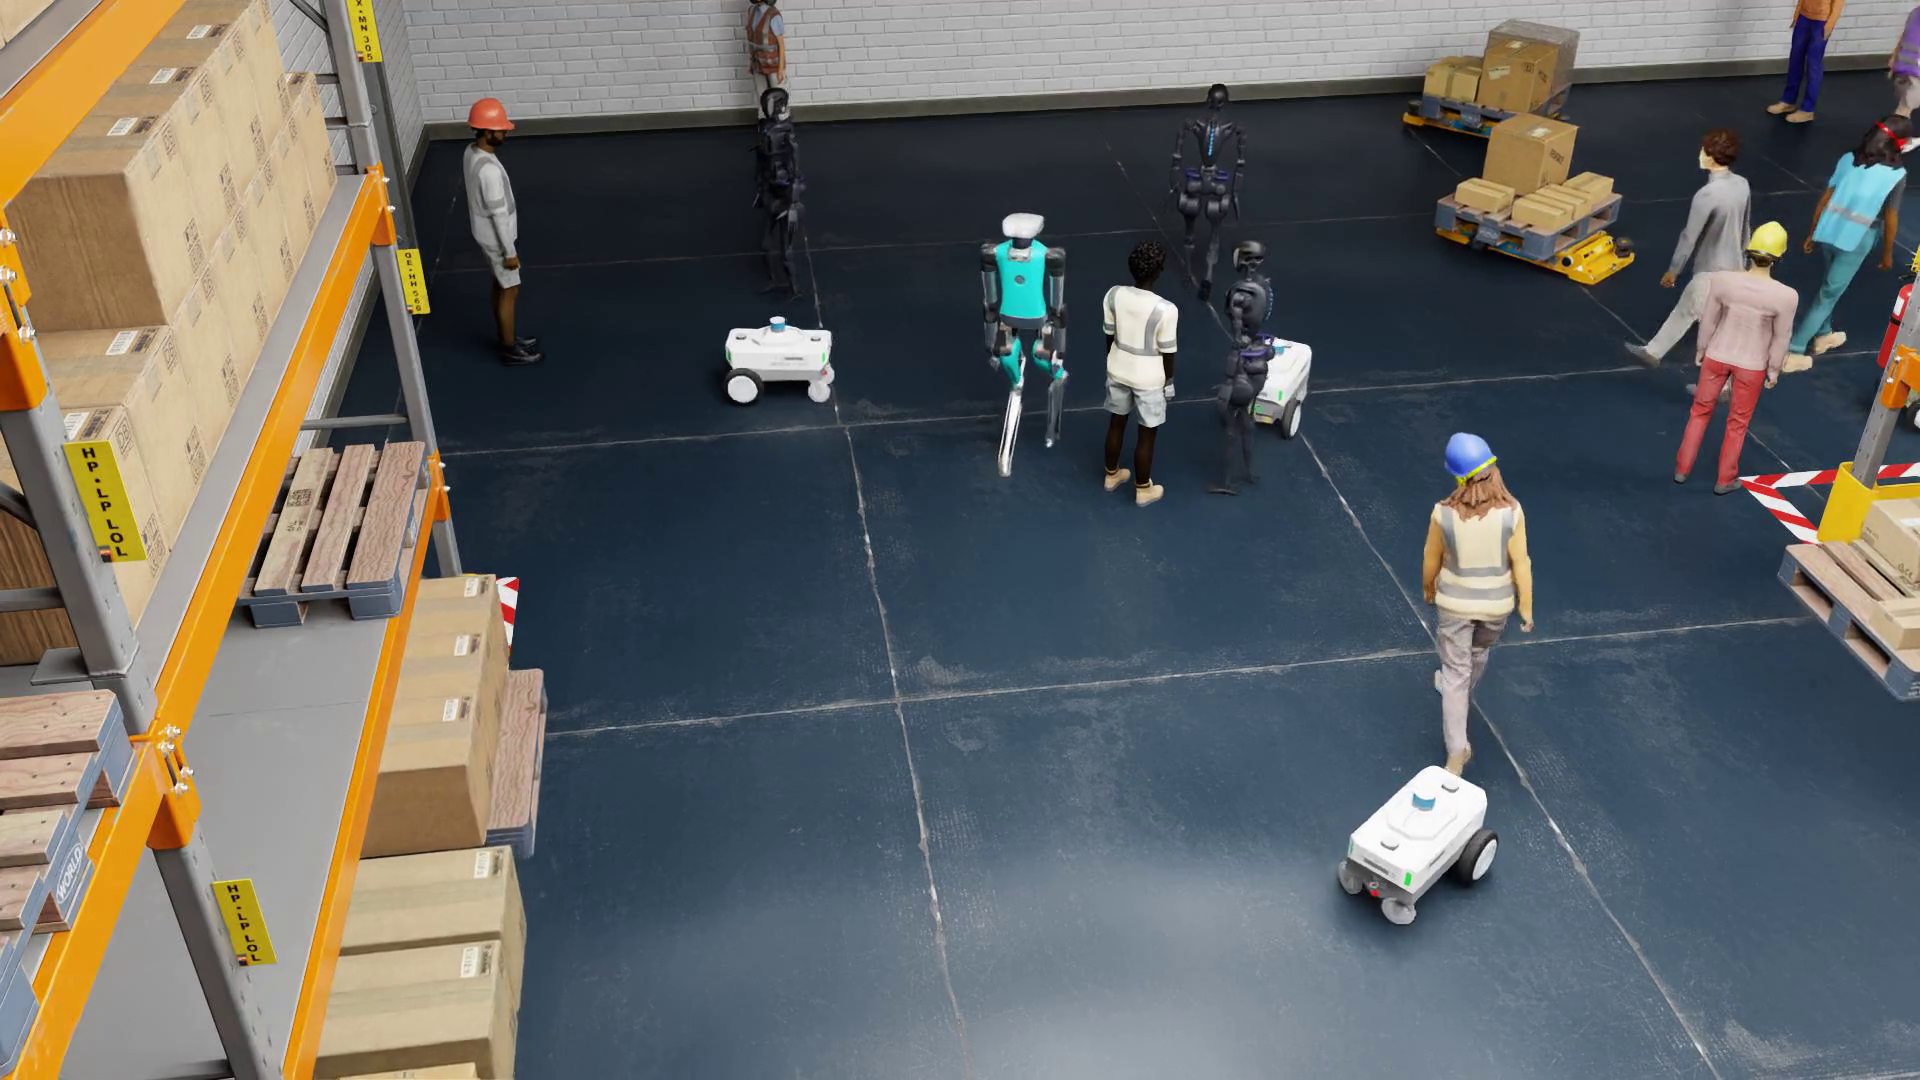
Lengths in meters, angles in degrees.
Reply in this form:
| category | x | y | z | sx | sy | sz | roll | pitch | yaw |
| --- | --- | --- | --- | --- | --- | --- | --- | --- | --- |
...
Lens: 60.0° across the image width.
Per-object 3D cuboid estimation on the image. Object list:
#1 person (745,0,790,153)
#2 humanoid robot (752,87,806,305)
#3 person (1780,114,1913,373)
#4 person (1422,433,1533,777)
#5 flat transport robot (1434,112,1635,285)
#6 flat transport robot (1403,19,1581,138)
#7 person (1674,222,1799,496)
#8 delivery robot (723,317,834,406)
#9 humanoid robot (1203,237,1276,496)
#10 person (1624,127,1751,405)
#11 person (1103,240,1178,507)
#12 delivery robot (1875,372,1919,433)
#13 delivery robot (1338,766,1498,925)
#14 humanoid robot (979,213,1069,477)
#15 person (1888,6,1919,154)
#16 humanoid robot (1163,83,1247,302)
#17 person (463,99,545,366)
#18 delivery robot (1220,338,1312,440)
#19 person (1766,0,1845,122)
| category | x | y | z | sx | sy | sz | roll | pitch | yaw |
| --- | --- | --- | --- | --- | --- | --- | --- | --- | --- |
| person | -1.760 | -4.324 | 15.177 | 0.437 | 1.687 | 0.317 | 28 | 42 | 35 |
| humanoid robot | -1.364 | -2.571 | 12.498 | 0.361 | 1.657 | 0.601 | -23 | 39 | -31 |
| person | 6.229 | -2.067 | 11.583 | 0.857 | 1.827 | 0.507 | -14 | 36 | -20 |
| person | 2.499 | 0.269 | 8.105 | 0.527 | 1.718 | 0.814 | 3 | 33 | 5 |
| flat transport robot | 4.710 | -2.467 | 13.632 | 0.659 | 0.231 | 1.431 | -28 | 42 | -36 |
| flat transport robot | 5.094 | -4.060 | 16.074 | 1.431 | 0.231 | 0.659 | 23 | 40 | 31 |
| person | 4.747 | -1.099 | 10.163 | 0.524 | 1.772 | 0.301 | 24 | 40 | 32 |
| delivery robot | -1.270 | -1.254 | 11.517 | 0.784 | 0.599 | 0.499 | 1 | 33 | 2 |
| humanoid robot | 1.742 | -1.053 | 10.181 | 0.316 | 1.658 | 0.609 | 14 | 36 | 20 |
| person | 5.042 | -1.877 | 11.287 | 0.524 | 1.841 | 0.899 | -23 | 40 | -31 |
| person | 1.081 | -1.002 | 10.087 | 0.531 | 1.694 | 0.320 | 27 | 42 | 35 |
| delivery robot | 6.682 | -1.071 | 11.210 | 0.747 | 0.570 | 0.499 | -1 | 33 | -2 |
| delivery robot | 2.072 | 1.346 | 7.525 | 0.505 | 0.592 | 0.763 | 28 | 42 | 35 |
| humanoid robot | 0.450 | -1.305 | 10.535 | 0.555 | 1.782 | 0.835 | 8 | 34 | 12 |
| person | 8.733 | -4.214 | 15.027 | 0.825 | 1.656 | 0.511 | -11 | 35 | -17 |
| humanoid robot | 1.841 | -2.620 | 12.592 | 0.590 | 1.641 | 0.571 | 4 | 33 | 7 |
| person | -3.194 | -2.129 | 11.606 | 0.387 | 1.924 | 0.546 | -15 | 36 | -22 |
| delivery robot | 2.103 | -1.053 | 11.208 | 0.499 | 0.599 | 0.797 | 15 | 36 | 22 |
| person | 8.252 | -5.054 | 16.047 | 0.404 | 1.972 | 0.516 | -10 | 34 | -15 |
